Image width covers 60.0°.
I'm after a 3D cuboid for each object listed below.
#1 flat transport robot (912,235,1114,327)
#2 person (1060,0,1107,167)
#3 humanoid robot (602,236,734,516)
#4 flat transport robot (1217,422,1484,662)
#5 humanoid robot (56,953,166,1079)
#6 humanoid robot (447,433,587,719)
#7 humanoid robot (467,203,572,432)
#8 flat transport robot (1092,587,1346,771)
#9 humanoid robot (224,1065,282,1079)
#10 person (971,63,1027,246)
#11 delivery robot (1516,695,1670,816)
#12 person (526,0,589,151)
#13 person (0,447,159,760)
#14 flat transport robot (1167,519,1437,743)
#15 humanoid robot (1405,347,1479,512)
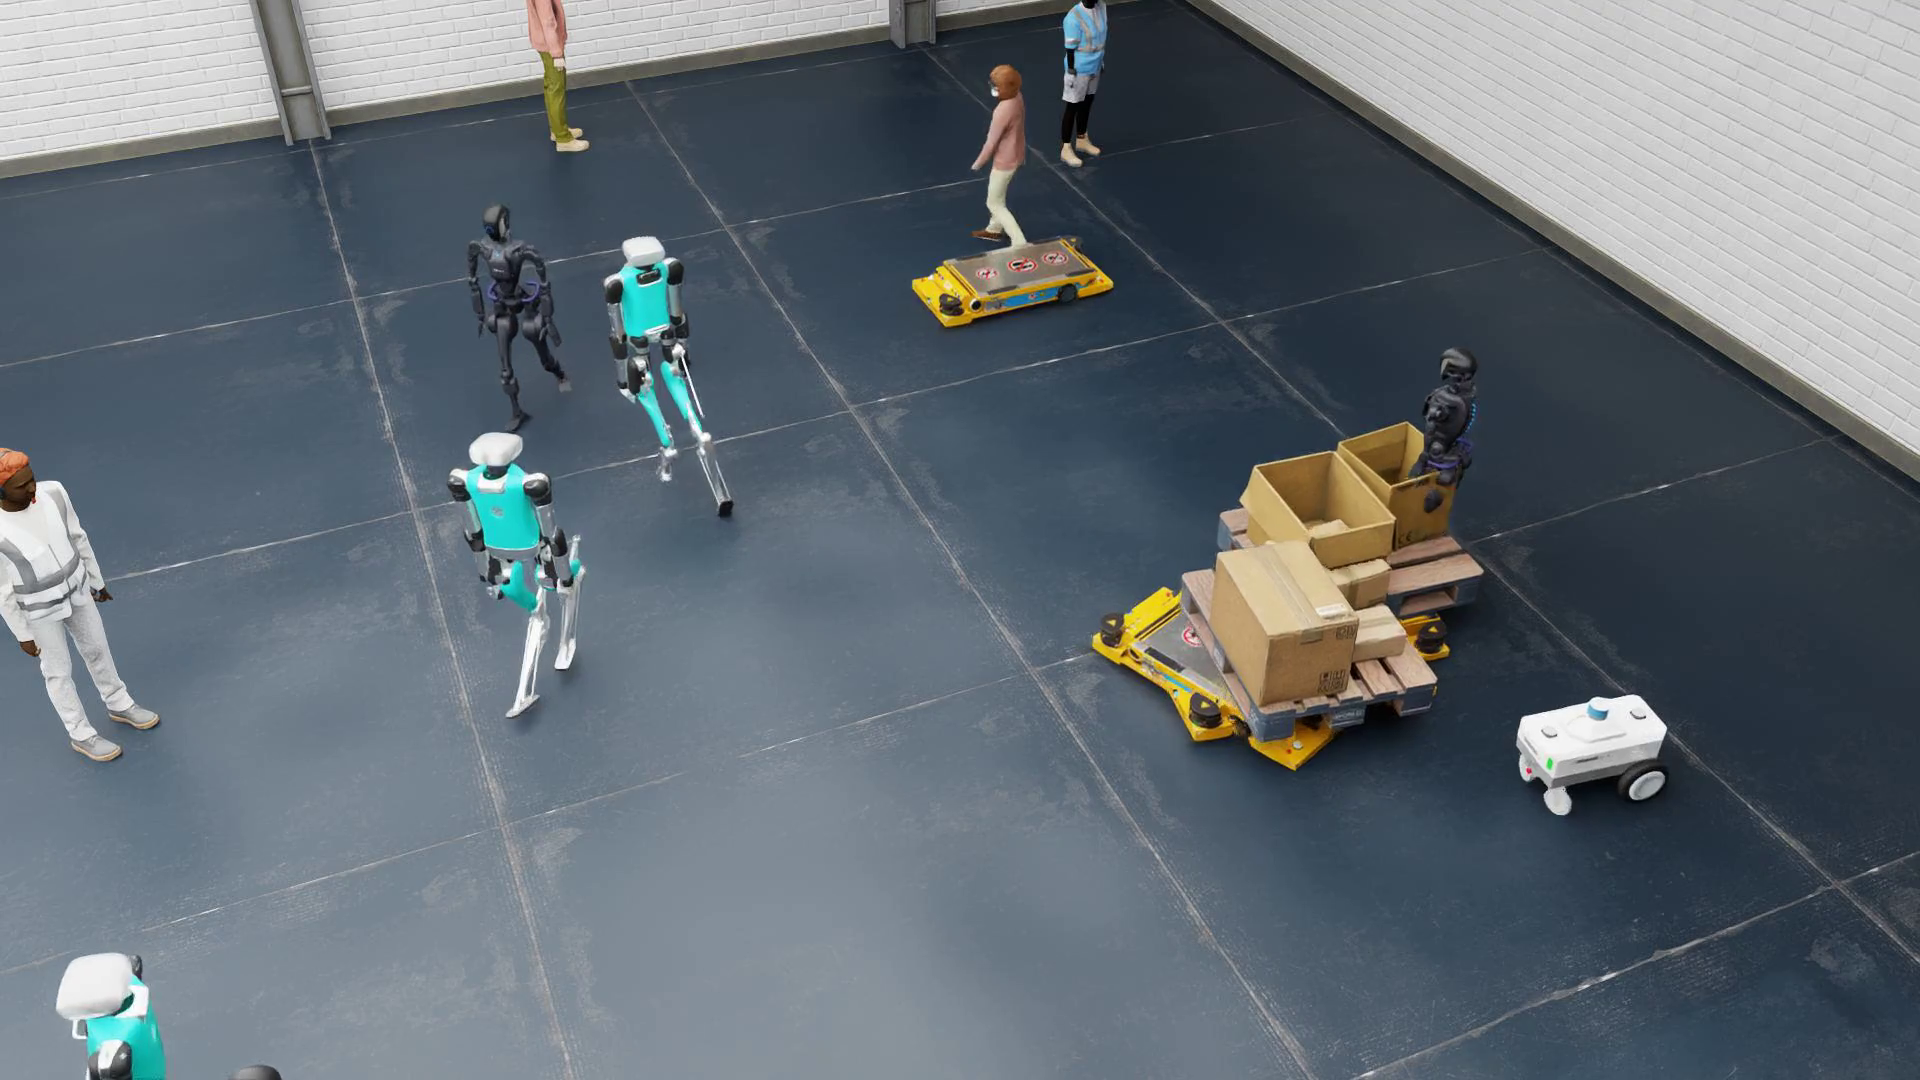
[{"bbox_3d":[0.410,-2.014,12.896,1.431,0.231,0.659,-15,40,-19],"label":"flat transport robot"},{"bbox_3d":[1.087,-4.108,14.447,0.317,1.694,0.539,25,44,29],"label":"person"},{"bbox_3d":[-1.738,-0.929,10.317,0.552,1.795,0.903,-26,45,-30],"label":"humanoid robot"},{"bbox_3d":[2.260,0.263,9.931,0.659,0.231,1.431,-11,39,-14],"label":"flat transport robot"},{"bbox_3d":[-3.184,2.241,6.177,0.701,1.818,0.533,-11,39,-13],"label":"humanoid robot"},{"bbox_3d":[-2.295,0.100,8.929,0.545,1.763,0.916,4,38,6],"label":"humanoid robot"},{"bbox_3d":[-2.969,-1.567,11.202,0.591,1.648,0.710,3,38,4],"label":"humanoid robot"},{"bbox_3d":[1.495,0.723,9.332,1.431,0.231,0.659,31,47,34],"label":"flat transport robot"},{"bbox_3d":[-2.413,2.409,5.986,0.322,1.645,0.592,-26,44,-29],"label":"humanoid robot"},{"bbox_3d":[0.340,-2.968,13.032,0.582,1.603,0.496,12,39,16],"label":"person"},{"bbox_3d":[3.284,1.070,8.639,0.754,0.586,0.524,-9,38,-12],"label":"delivery robot"},{"bbox_3d":[-3.597,-4.340,14.637,0.373,1.837,0.532,-12,39,-15],"label":"person"},{"bbox_3d":[-4.627,0.322,8.535,0.361,1.880,0.573,14,40,17],"label":"person"},{"bbox_3d":[1.876,0.728,9.325,1.431,0.231,0.659,-9,38,-11],"label":"flat transport robot"},{"bbox_3d":[2.735,-0.396,9.637,0.378,1.660,0.600,27,45,31],"label":"humanoid robot"}]
